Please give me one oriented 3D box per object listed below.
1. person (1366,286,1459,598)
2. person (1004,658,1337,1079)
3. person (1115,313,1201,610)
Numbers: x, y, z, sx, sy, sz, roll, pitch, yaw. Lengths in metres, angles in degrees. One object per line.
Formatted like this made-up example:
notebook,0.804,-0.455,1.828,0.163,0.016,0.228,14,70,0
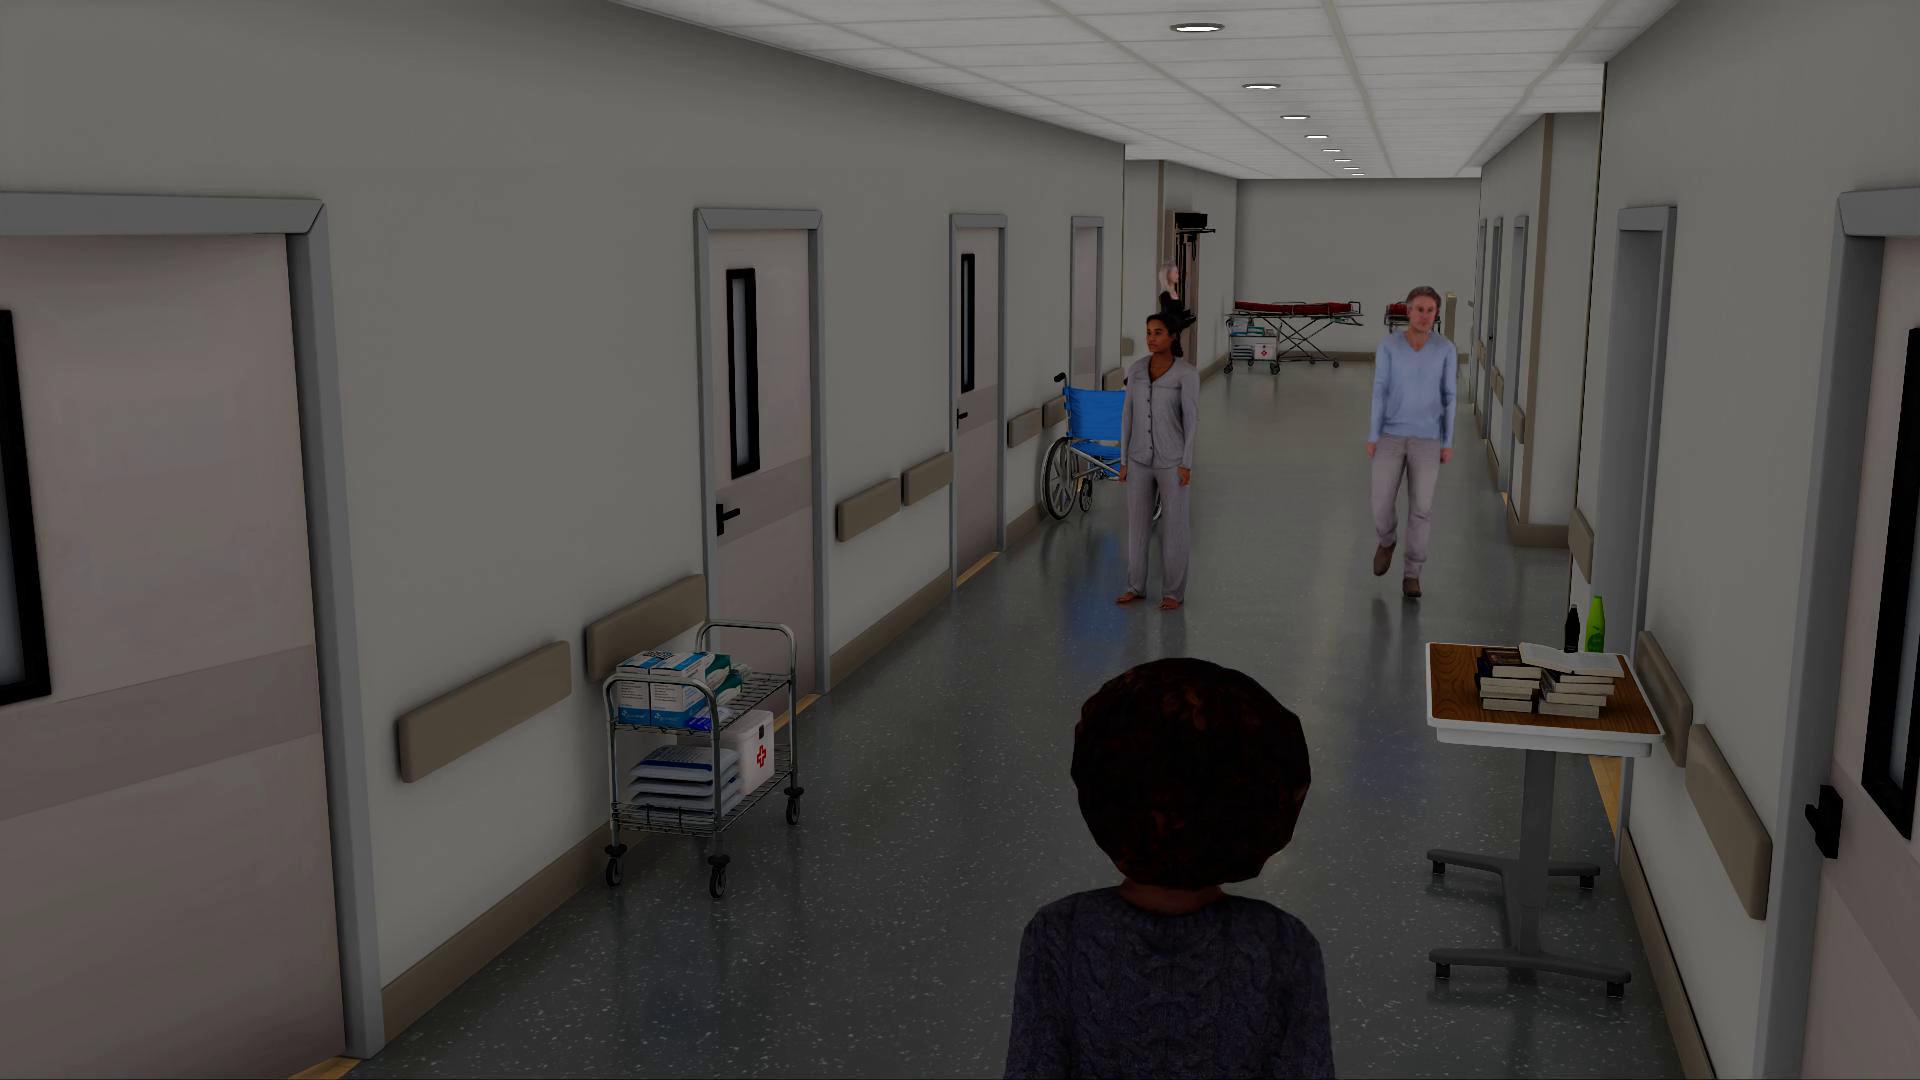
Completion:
person,2.733,-0.602,10.163,0.691,1.875,0.834,2,11,11
person,0.246,1.032,2.076,0.636,1.679,1.068,2,11,11
person,1.186,-0.483,9.909,0.682,1.737,0.631,6,12,29
